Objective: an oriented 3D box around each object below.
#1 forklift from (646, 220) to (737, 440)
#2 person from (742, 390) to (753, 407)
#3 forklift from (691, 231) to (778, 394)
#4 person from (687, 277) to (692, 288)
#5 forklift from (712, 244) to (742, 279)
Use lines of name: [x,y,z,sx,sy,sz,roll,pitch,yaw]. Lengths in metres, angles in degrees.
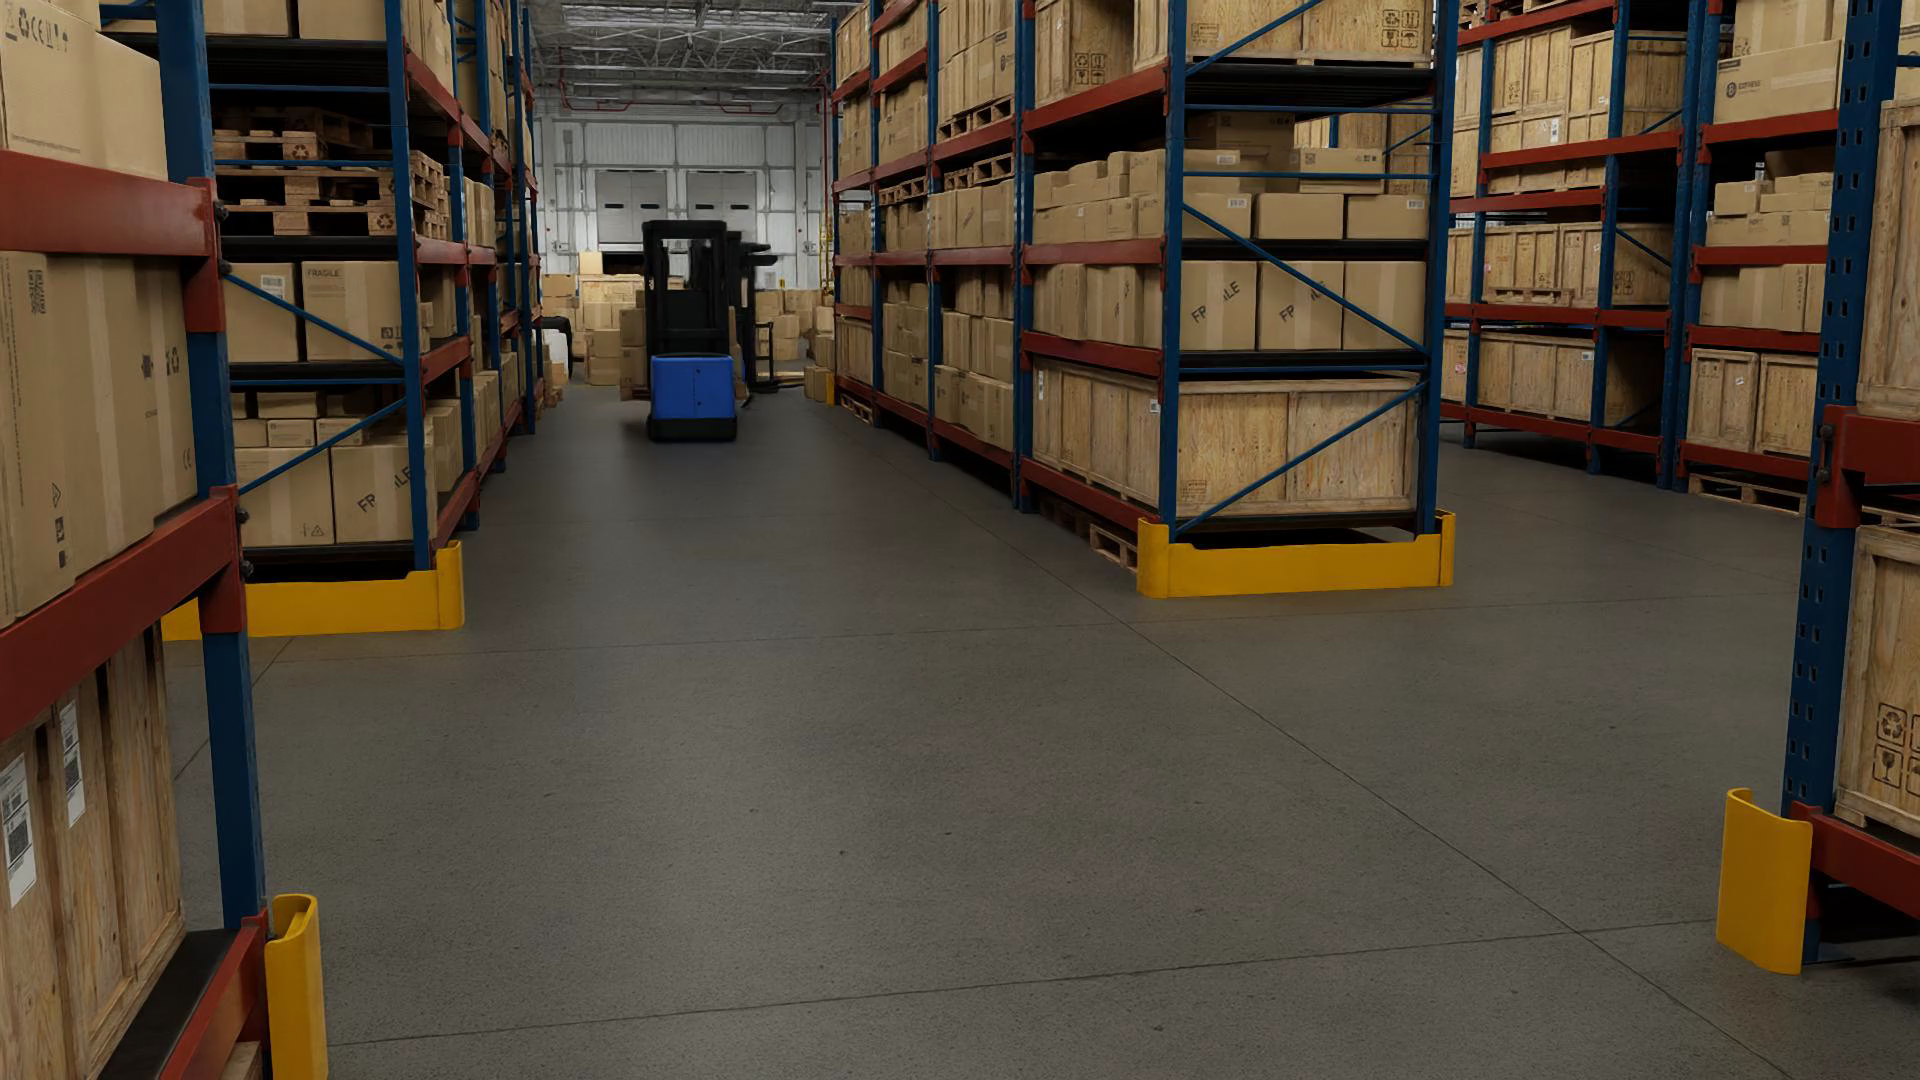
forklift: [-3.534,-2.765,21.675,1.129,2.768,1.873,-2,10,-12]
person: [-3.594,-2.815,25.908,0.739,1.600,0.521,6,11,32]
forklift: [-4.143,-3.839,28.223,1.129,2.768,1.873,6,11,32]
person: [-8.137,-7.019,50.489,0.372,1.934,0.627,-8,12,-40]
forklift: [-6.149,-6.433,44.035,1.873,2.768,1.129,4,10,25]
